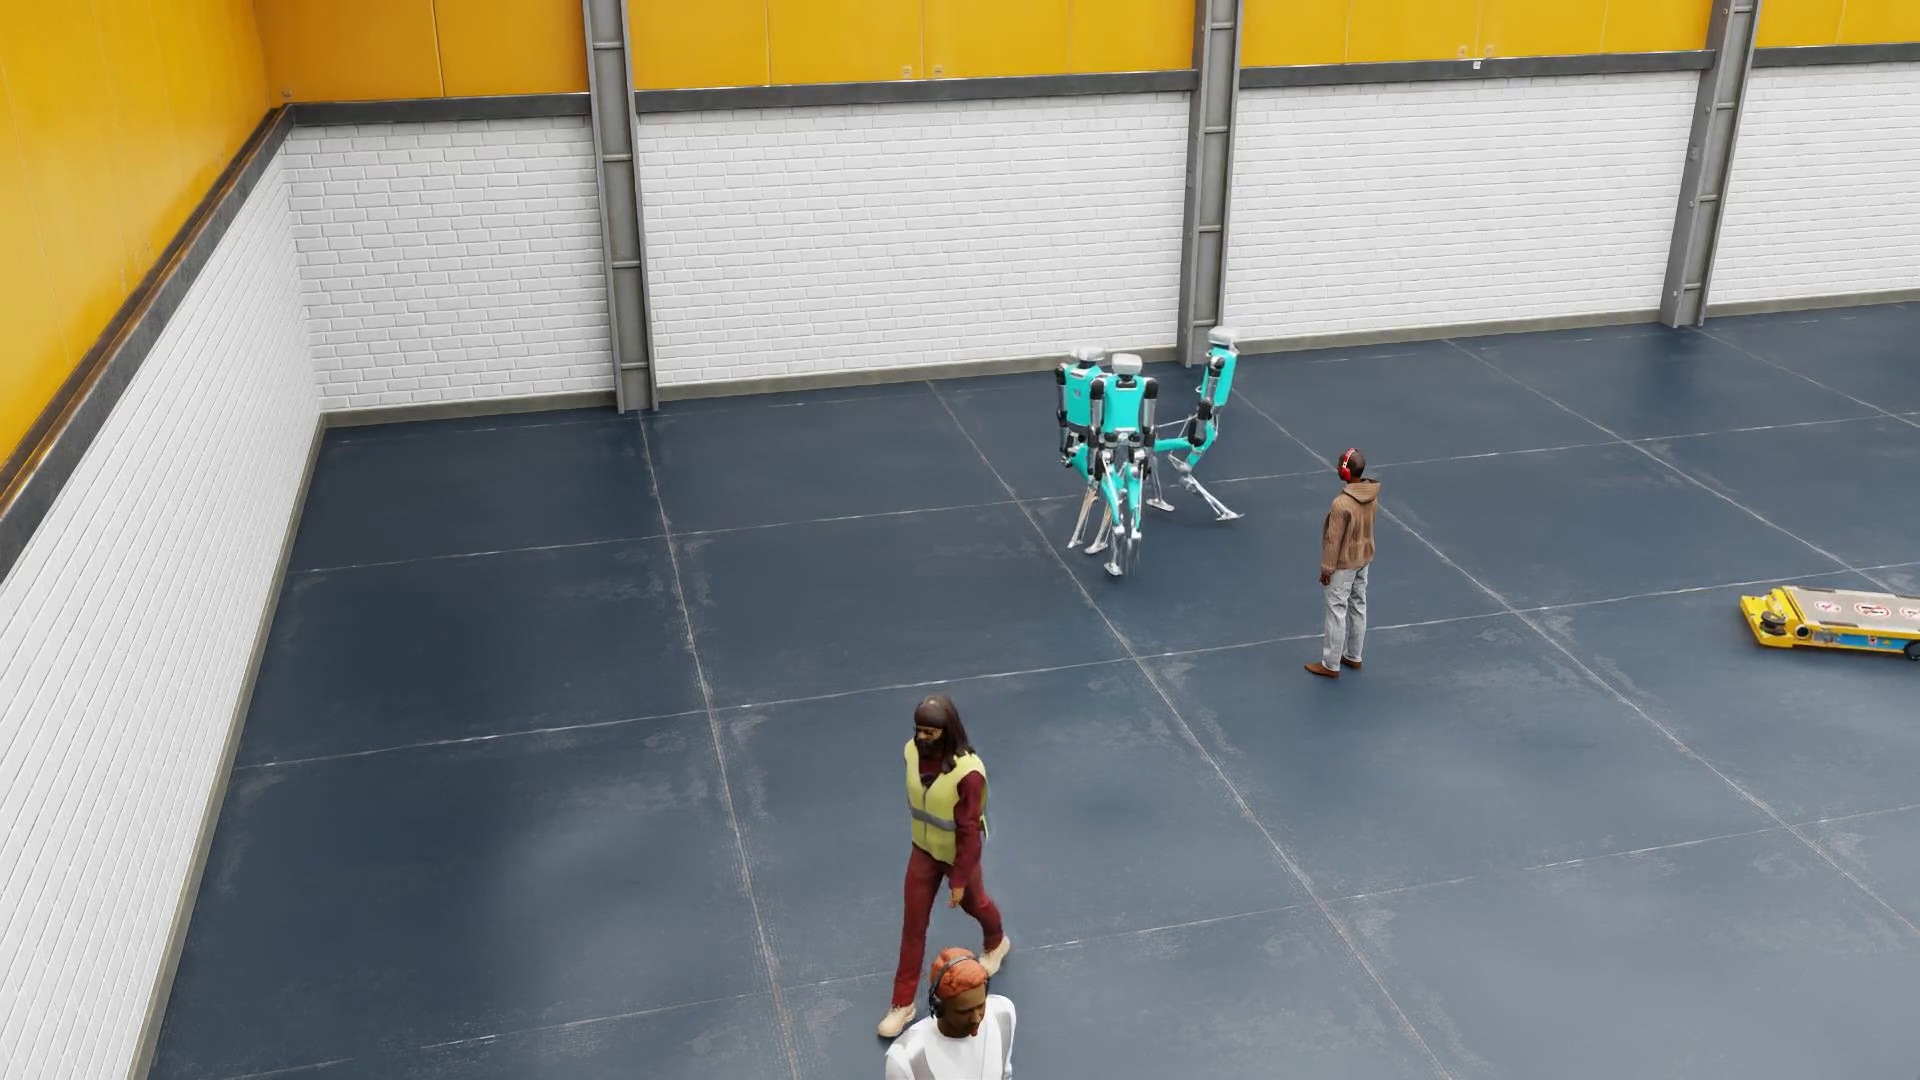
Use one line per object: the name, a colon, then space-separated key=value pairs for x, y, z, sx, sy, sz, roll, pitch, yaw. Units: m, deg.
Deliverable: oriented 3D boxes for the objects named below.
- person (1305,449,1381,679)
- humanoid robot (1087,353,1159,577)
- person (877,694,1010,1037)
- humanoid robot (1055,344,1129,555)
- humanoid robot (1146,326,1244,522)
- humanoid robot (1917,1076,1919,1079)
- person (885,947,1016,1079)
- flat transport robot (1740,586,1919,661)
person: x=2.625 y=0.167 z=11.273 sx=0.462 sy=1.648 sz=0.327 roll=-19 pitch=30 yaw=-36
humanoid robot: x=1.259 y=-0.449 z=12.624 sx=0.547 sy=1.852 sz=0.714 roll=-3 pitch=24 yaw=-7
person: x=-0.066 y=1.519 z=8.119 sx=0.484 sy=1.725 sz=0.947 roll=15 pitch=28 yaw=31
humanoid robot: x=1.105 y=-0.746 z=13.192 sx=0.530 sy=1.769 sz=0.665 roll=19 pitch=30 yaw=36
humanoid robot: x=1.875 y=-0.934 z=13.706 sx=1.044 sy=1.744 sz=0.549 roll=10 pitch=26 yaw=22
humanoid robot: x=4.065 y=2.205 z=6.669 sx=0.817 sy=1.619 sz=0.588 roll=4 pitch=24 yaw=9
person: x=-0.018 y=2.294 z=6.148 sx=0.583 sy=1.882 sz=0.337 roll=-18 pitch=30 yaw=-35
flat transport robot: x=6.473 y=0.600 z=11.997 sx=1.431 sy=0.231 sz=0.659 roll=5 pitch=24 yaw=10
